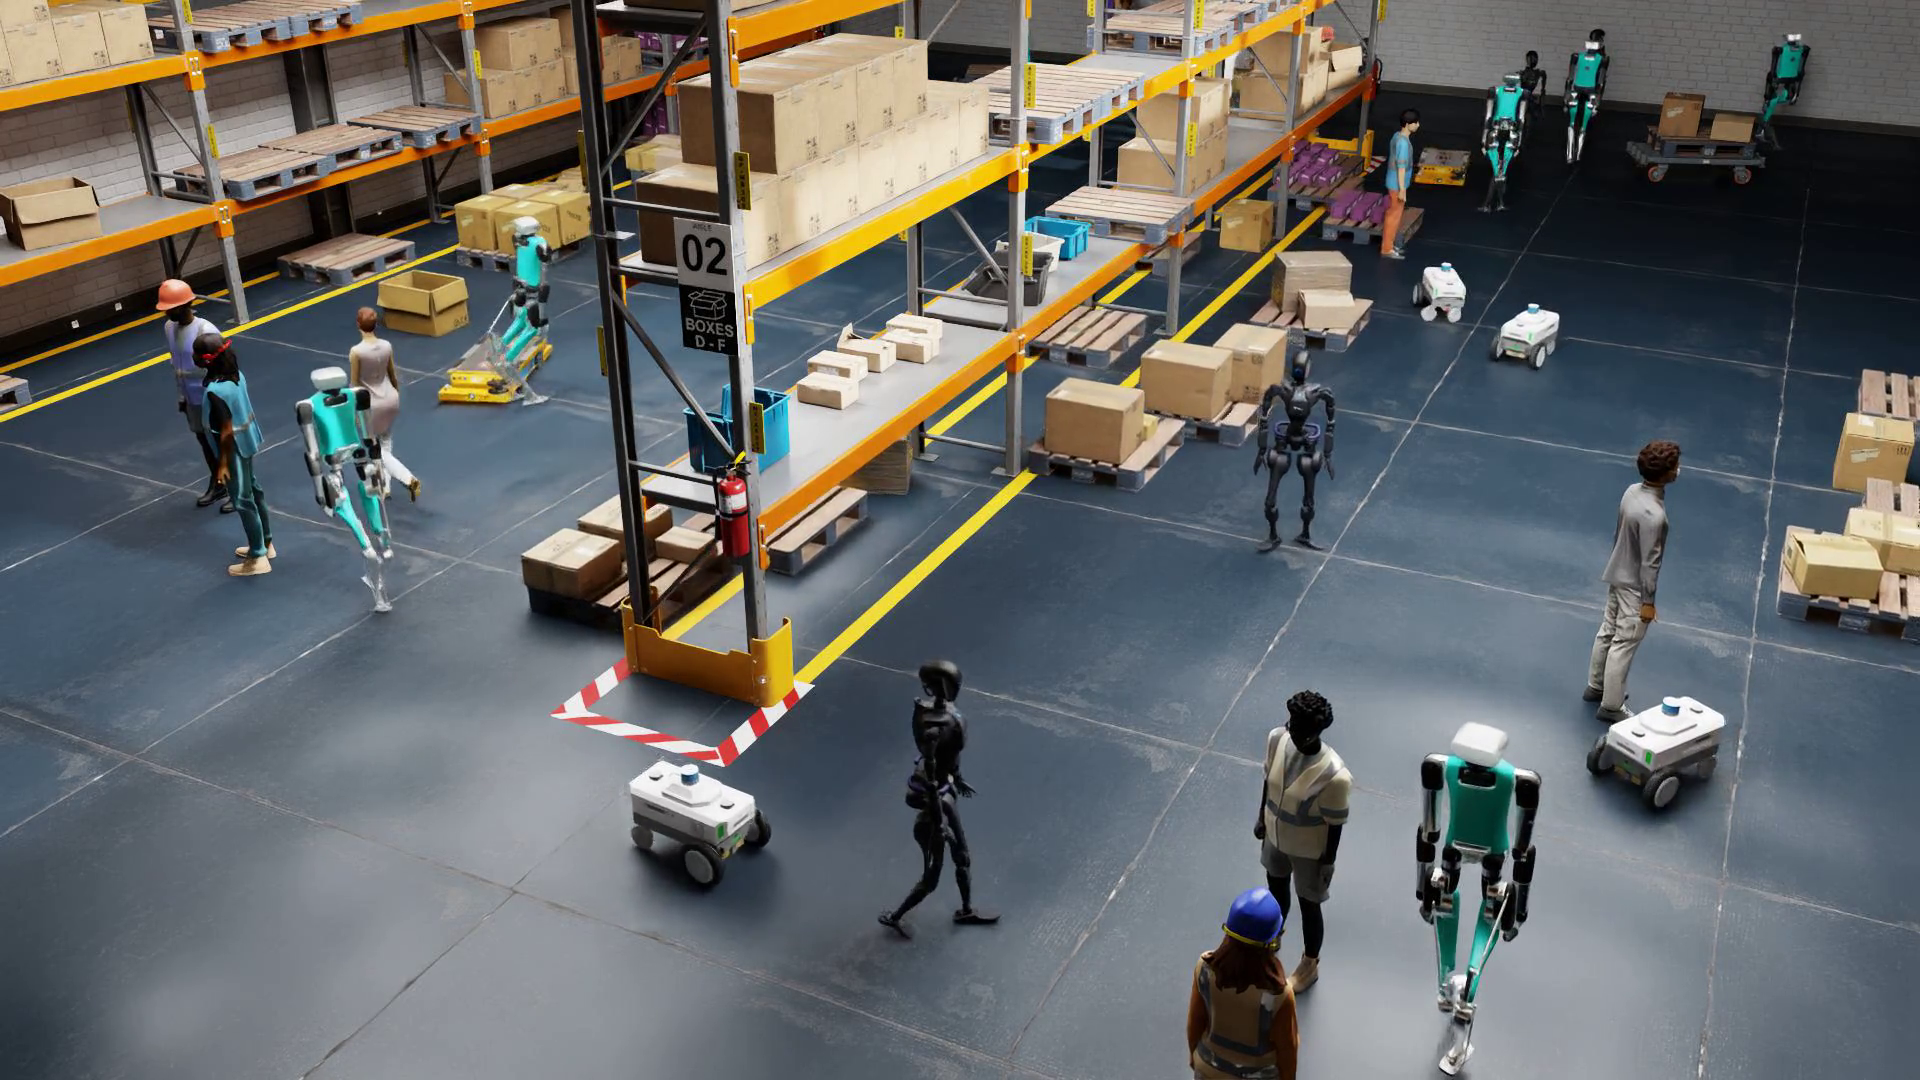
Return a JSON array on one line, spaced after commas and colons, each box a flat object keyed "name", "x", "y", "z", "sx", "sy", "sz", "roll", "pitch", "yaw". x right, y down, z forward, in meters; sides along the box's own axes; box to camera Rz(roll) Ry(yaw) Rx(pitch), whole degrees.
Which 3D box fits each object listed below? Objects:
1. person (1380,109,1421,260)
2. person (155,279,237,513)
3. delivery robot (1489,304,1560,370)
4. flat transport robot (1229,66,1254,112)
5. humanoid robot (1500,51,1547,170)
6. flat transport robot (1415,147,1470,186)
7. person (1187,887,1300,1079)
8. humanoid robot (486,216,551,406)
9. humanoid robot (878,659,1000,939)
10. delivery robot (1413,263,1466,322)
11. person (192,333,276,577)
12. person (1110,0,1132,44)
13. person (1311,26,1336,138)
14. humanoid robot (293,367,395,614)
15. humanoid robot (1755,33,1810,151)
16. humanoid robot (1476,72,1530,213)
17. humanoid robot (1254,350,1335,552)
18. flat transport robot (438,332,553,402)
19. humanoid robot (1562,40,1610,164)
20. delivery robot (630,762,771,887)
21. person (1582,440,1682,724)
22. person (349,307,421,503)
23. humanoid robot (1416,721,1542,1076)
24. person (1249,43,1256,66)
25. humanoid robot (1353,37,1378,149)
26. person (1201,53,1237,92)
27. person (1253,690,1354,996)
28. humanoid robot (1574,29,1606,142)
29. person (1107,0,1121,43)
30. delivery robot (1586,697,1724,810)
[{"name": "person", "x": 5.164, "y": -4.178, "z": 19.541, "sx": 0.332, "sy": 1.759, "sz": 0.498, "roll": 3, "pitch": 27, "yaw": 7}, {"name": "person", "x": -6.041, "y": -1.143, "z": 13.223, "sx": 0.543, "sy": 1.929, "sz": 0.385, "roll": 12, "pitch": 29, "yaw": 24}, {"name": "delivery robot", "x": 5.673, "y": -2.051, "z": 16.595, "sx": 0.499, "sy": 0.592, "sz": 0.783, "roll": 21, "pitch": 33, "yaw": 36}, {"name": "flat transport robot", "x": 4.794, "y": -7.022, "z": 26.962, "sx": 1.431, "sy": 0.231, "sz": 0.659, "roll": 21, "pitch": 33, "yaw": 36}, {"name": "humanoid robot", "x": 7.957, "y": -6.070, "z": 23.463, "sx": 0.594, "sy": 1.645, "sz": 0.393, "roll": -5, "pitch": 27, "yaw": -9}, {"name": "flat transport robot", "x": 6.791, "y": -5.249, "z": 23.381, "sx": 0.659, "sy": 0.231, "sz": 1.431, "roll": 8, "pitch": 27, "yaw": 16}, {"name": "person", "x": 1.136, "y": 2.150, "z": 6.733, "sx": 0.462, "sy": 1.778, "sz": 0.305, "roll": 14, "pitch": 30, "yaw": 26}, {"name": "humanoid robot", "x": -4.086, "y": -2.044, "z": 15.225, "sx": 0.755, "sy": 1.749, "sz": 0.532, "roll": -22, "pitch": 34, "yaw": -38}, {"name": "humanoid robot", "x": -0.118, "y": 1.326, "z": 8.537, "sx": 0.617, "sy": 1.654, "sz": 0.591, "roll": 4, "pitch": 27, "yaw": 9}, {"name": "delivery robot", "x": 5.180, "y": -2.681, "z": 17.891, "sx": 0.520, "sy": 0.612, "sz": 0.784, "roll": 2, "pitch": 26, "yaw": 4}, {"name": "person", "x": -5.347, "y": -0.638, "z": 12.269, "sx": 0.391, "sy": 1.865, "sz": 0.516, "roll": -4, "pitch": 27, "yaw": -8}, {"name": "person", "x": 2.673, "y": -7.950, "z": 27.112, "sx": 0.527, "sy": 1.796, "sz": 0.830, "roll": 5, "pitch": 27, "yaw": 10}, {"name": "person", "x": 5.325, "y": -6.787, "z": 24.829, "sx": 0.497, "sy": 1.734, "sz": 0.581, "roll": 12, "pitch": 29, "yaw": 23}, {"name": "humanoid robot", "x": -4.202, "y": -0.289, "z": 11.736, "sx": 0.530, "sy": 1.770, "sz": 0.901, "roll": -21, "pitch": 33, "yaw": -36}, {"name": "humanoid robot", "x": 12.027, "y": -6.630, "z": 24.569, "sx": 0.549, "sy": 1.761, "sz": 1.043, "roll": -1, "pitch": 26, "yaw": -3}, {"name": "humanoid robot", "x": 6.947, "y": -5.048, "z": 21.257, "sx": 0.530, "sy": 1.714, "sz": 0.772, "roll": 4, "pitch": 27, "yaw": 8}, {"name": "humanoid robot", "x": 2.541, "y": -0.674, "z": 12.552, "sx": 0.610, "sy": 1.644, "sz": 0.395, "roll": 6, "pitch": 27, "yaw": 12}, {"name": "flat transport robot", "x": -4.503, "y": -1.682, "z": 16.175, "sx": 0.659, "sy": 0.231, "sz": 1.431, "roll": 2, "pitch": 26, "yaw": 5}, {"name": "humanoid robot", "x": 8.917, "y": -6.204, "z": 23.776, "sx": 0.554, "sy": 1.887, "sz": 0.678, "roll": 13, "pitch": 29, "yaw": 25}, {"name": "delivery robot", "x": -1.504, "y": 1.532, "z": 9.349, "sx": 0.758, "sy": 0.583, "sz": 0.499, "roll": 16, "pitch": 30, "yaw": 28}, {"name": "person", "x": 4.210, "y": 0.262, "z": 10.413, "sx": 0.382, "sy": 1.898, "sz": 0.547, "roll": 1, "pitch": 26, "yaw": 2}, {"name": "person", "x": -4.632, "y": -1.045, "z": 13.337, "sx": 0.617, "sy": 1.634, "sz": 0.460, "roll": 14, "pitch": 30, "yaw": 26}, {"name": "humanoid robot", "x": 2.300, "y": 1.722, "z": 7.649, "sx": 0.577, "sy": 1.754, "sz": 0.943, "roll": 13, "pitch": 29, "yaw": 24}, {"name": "person", "x": 4.889, "y": -7.692, "z": 26.507, "sx": 0.390, "sy": 1.875, "sz": 0.558, "roll": -24, "pitch": 35, "yaw": -39}, {"name": "humanoid robot", "x": 5.952, "y": -6.505, "z": 24.345, "sx": 0.378, "sy": 1.642, "sz": 0.590, "roll": 10, "pitch": 28, "yaw": 19}, {"name": "person", "x": 3.797, "y": -6.837, "z": 24.761, "sx": 0.651, "sy": 1.886, "sz": 0.505, "roll": -14, "pitch": 30, "yaw": -26}, {"name": "person", "x": 1.667, "y": 1.472, "z": 8.204, "sx": 0.320, "sy": 1.693, "sz": 0.534, "roll": -17, "pitch": 31, "yaw": -30}, {"name": "humanoid robot", "x": 9.463, "y": -6.808, "z": 24.948, "sx": 0.343, "sy": 1.648, "sz": 0.604, "roll": 0, "pitch": 26, "yaw": 0}, {"name": "person", "x": 2.651, "y": -8.989, "z": 29.070, "sx": 0.420, "sy": 1.926, "sz": 0.530, "roll": -9, "pitch": 28, "yaw": -17}, {"name": "delivery robot", "x": 4.196, "y": 1.238, "z": 9.976, "sx": 0.803, "sy": 0.614, "sz": 0.499, "roll": -14, "pitch": 30, "yaw": -27}]
